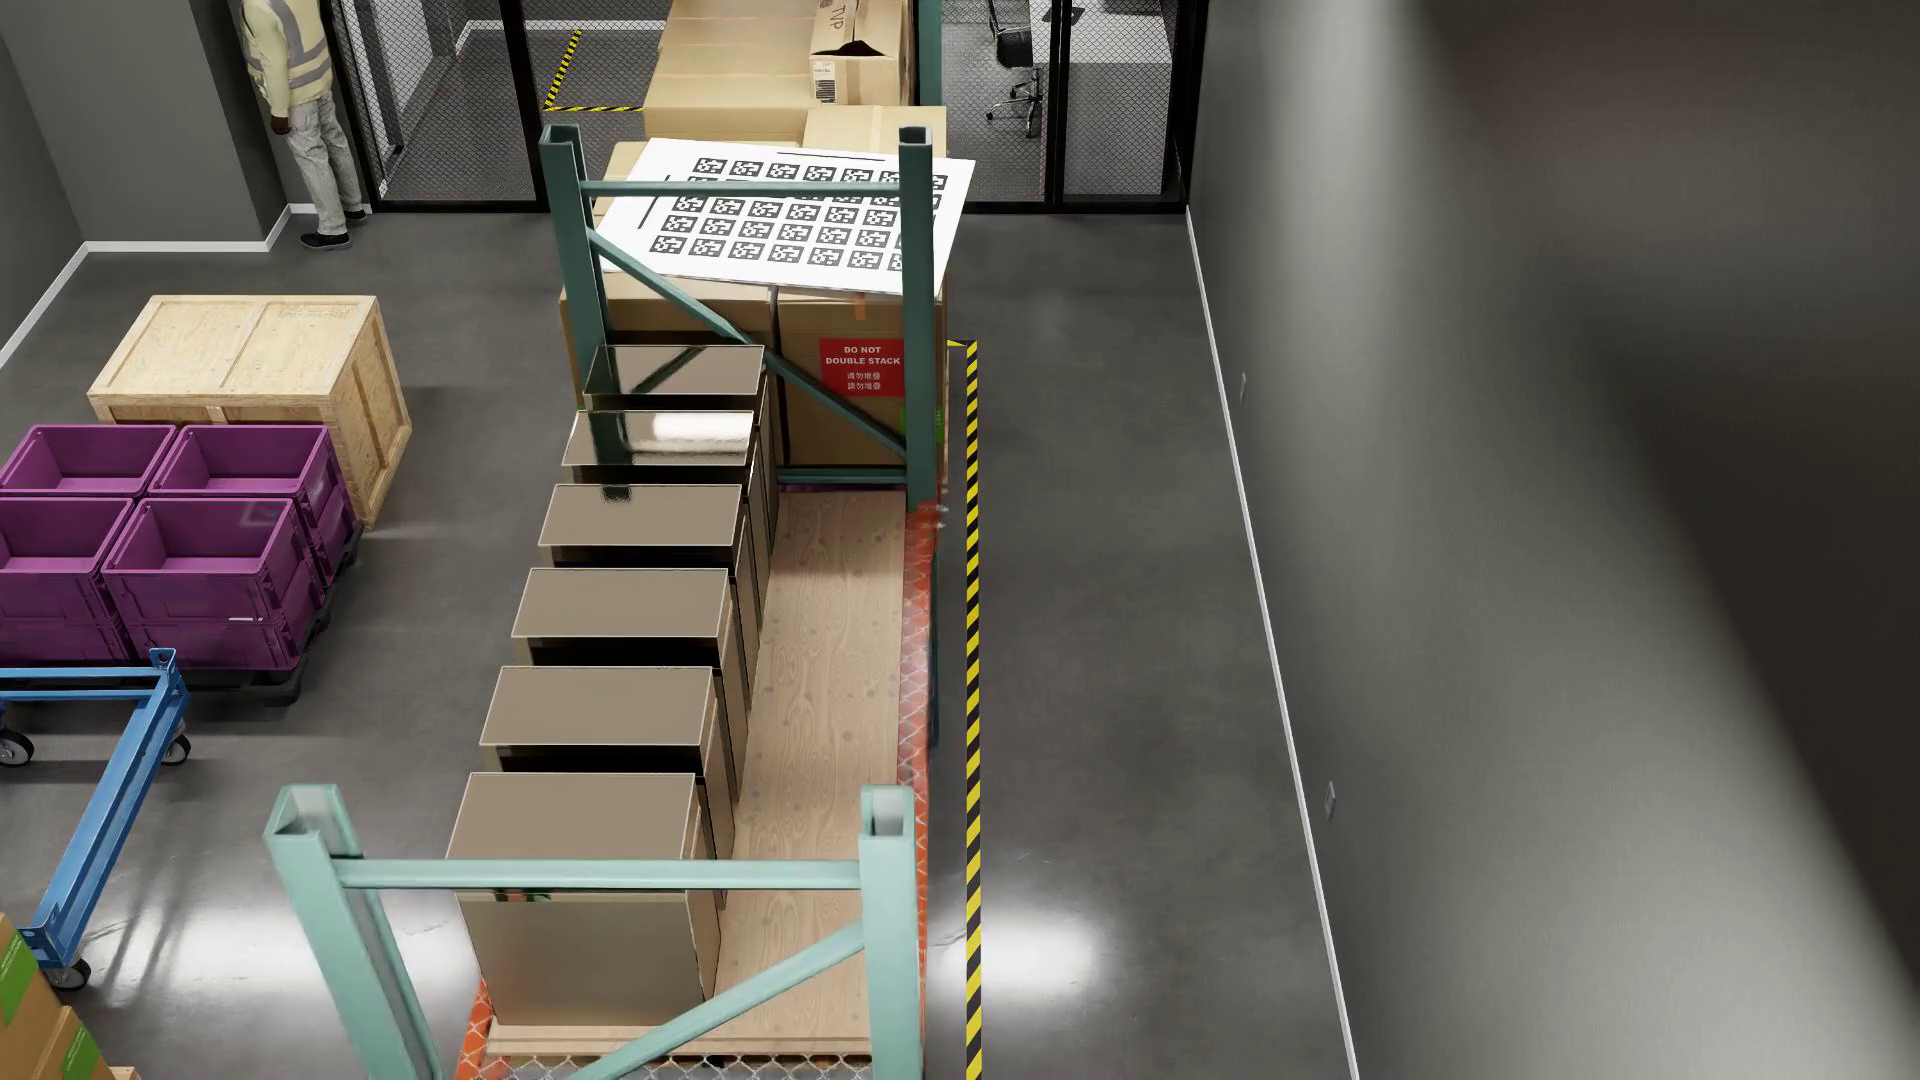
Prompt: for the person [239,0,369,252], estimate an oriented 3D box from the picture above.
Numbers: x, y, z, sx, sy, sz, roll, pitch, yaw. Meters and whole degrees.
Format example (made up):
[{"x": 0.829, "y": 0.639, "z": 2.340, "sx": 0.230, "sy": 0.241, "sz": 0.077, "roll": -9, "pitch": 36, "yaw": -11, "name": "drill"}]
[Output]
[{"x": -3.480, "y": -2.393, "z": 8.700, "sx": 0.404, "sy": 1.831, "sz": 0.600, "roll": 5, "pitch": 41, "yaw": 5, "name": "person"}]
